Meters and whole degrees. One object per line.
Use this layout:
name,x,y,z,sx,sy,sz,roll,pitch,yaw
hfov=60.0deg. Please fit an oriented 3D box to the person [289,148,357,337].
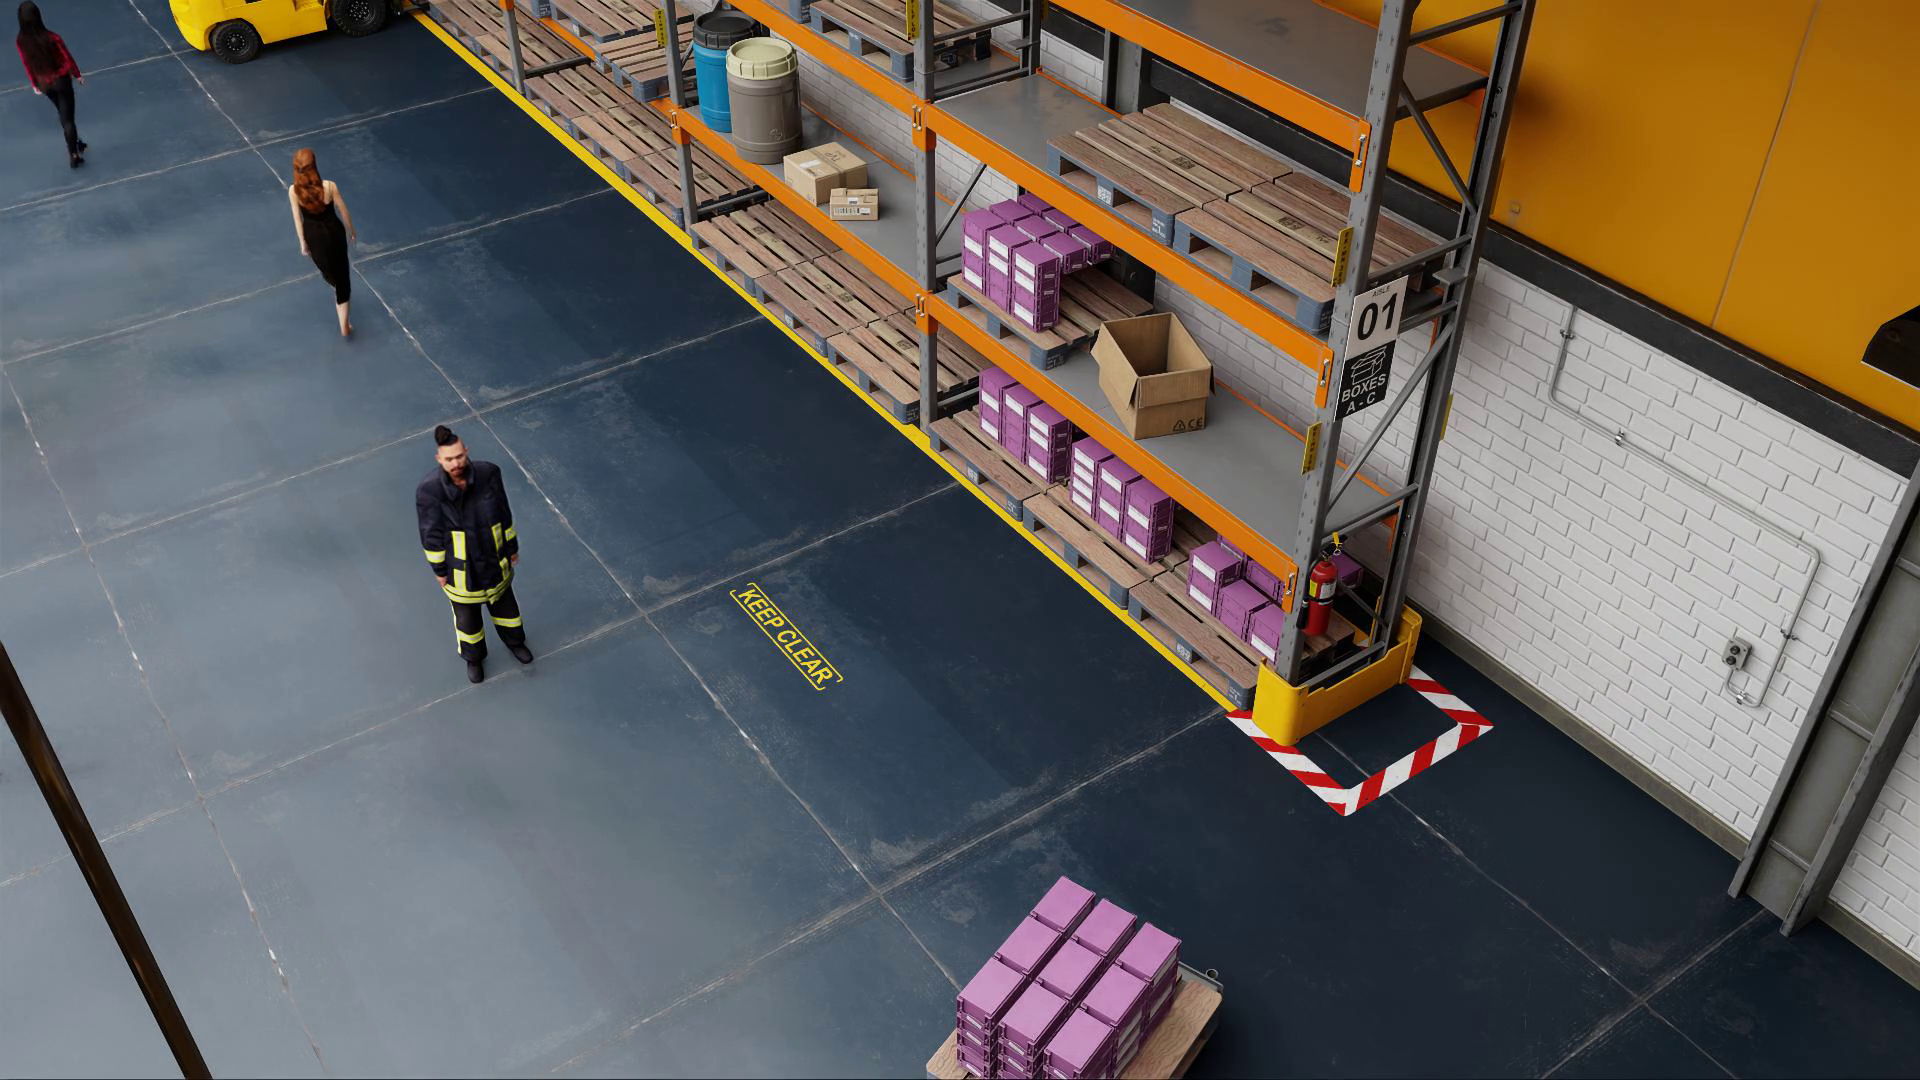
person,-5.338,-2.467,14.000,0.883,1.575,1.174,-7,39,-8

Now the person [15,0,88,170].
person,-8.971,-4.467,16.452,0.794,1.641,0.876,-1,39,-1

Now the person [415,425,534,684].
person,-3.102,0.063,10.604,0.748,1.860,0.683,-21,43,-24
